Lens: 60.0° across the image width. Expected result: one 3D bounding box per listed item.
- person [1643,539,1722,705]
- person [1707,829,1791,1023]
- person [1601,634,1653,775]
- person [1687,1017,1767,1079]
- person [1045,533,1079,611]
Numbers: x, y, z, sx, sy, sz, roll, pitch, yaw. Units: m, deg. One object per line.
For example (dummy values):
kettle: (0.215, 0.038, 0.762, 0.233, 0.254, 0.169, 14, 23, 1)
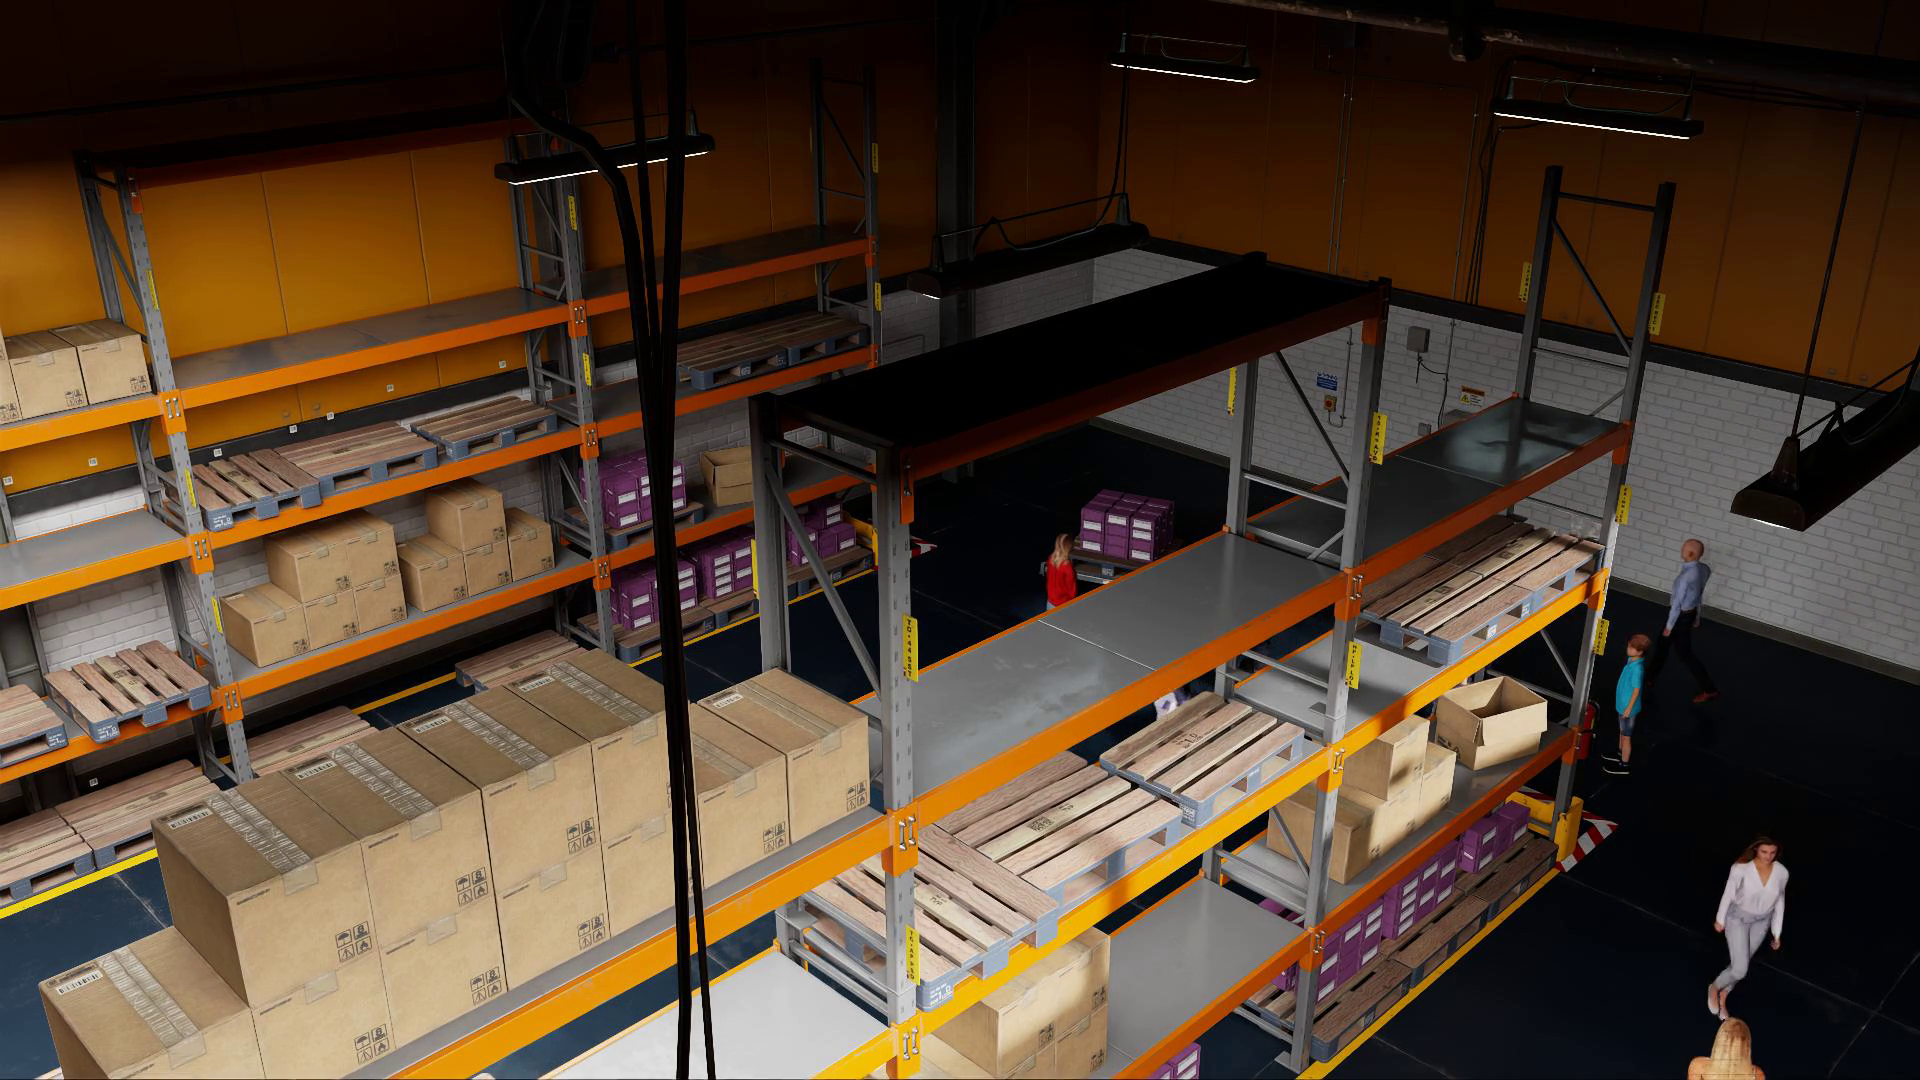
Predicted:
person: (7.536, 0.870, 17.185, 0.743, 1.759, 1.158, 19, 30, 37)
person: (5.918, 2.880, 12.595, 0.703, 1.753, 0.766, -1, 24, -1)
person: (6.446, 1.556, 16.005, 0.654, 1.449, 0.550, 6, 24, 14)
person: (4.709, 3.848, 10.403, 1.041, 1.736, 1.380, 8, 25, 17)
person: (1.064, 0.712, 17.619, 0.590, 1.702, 0.667, -14, 27, -29)
